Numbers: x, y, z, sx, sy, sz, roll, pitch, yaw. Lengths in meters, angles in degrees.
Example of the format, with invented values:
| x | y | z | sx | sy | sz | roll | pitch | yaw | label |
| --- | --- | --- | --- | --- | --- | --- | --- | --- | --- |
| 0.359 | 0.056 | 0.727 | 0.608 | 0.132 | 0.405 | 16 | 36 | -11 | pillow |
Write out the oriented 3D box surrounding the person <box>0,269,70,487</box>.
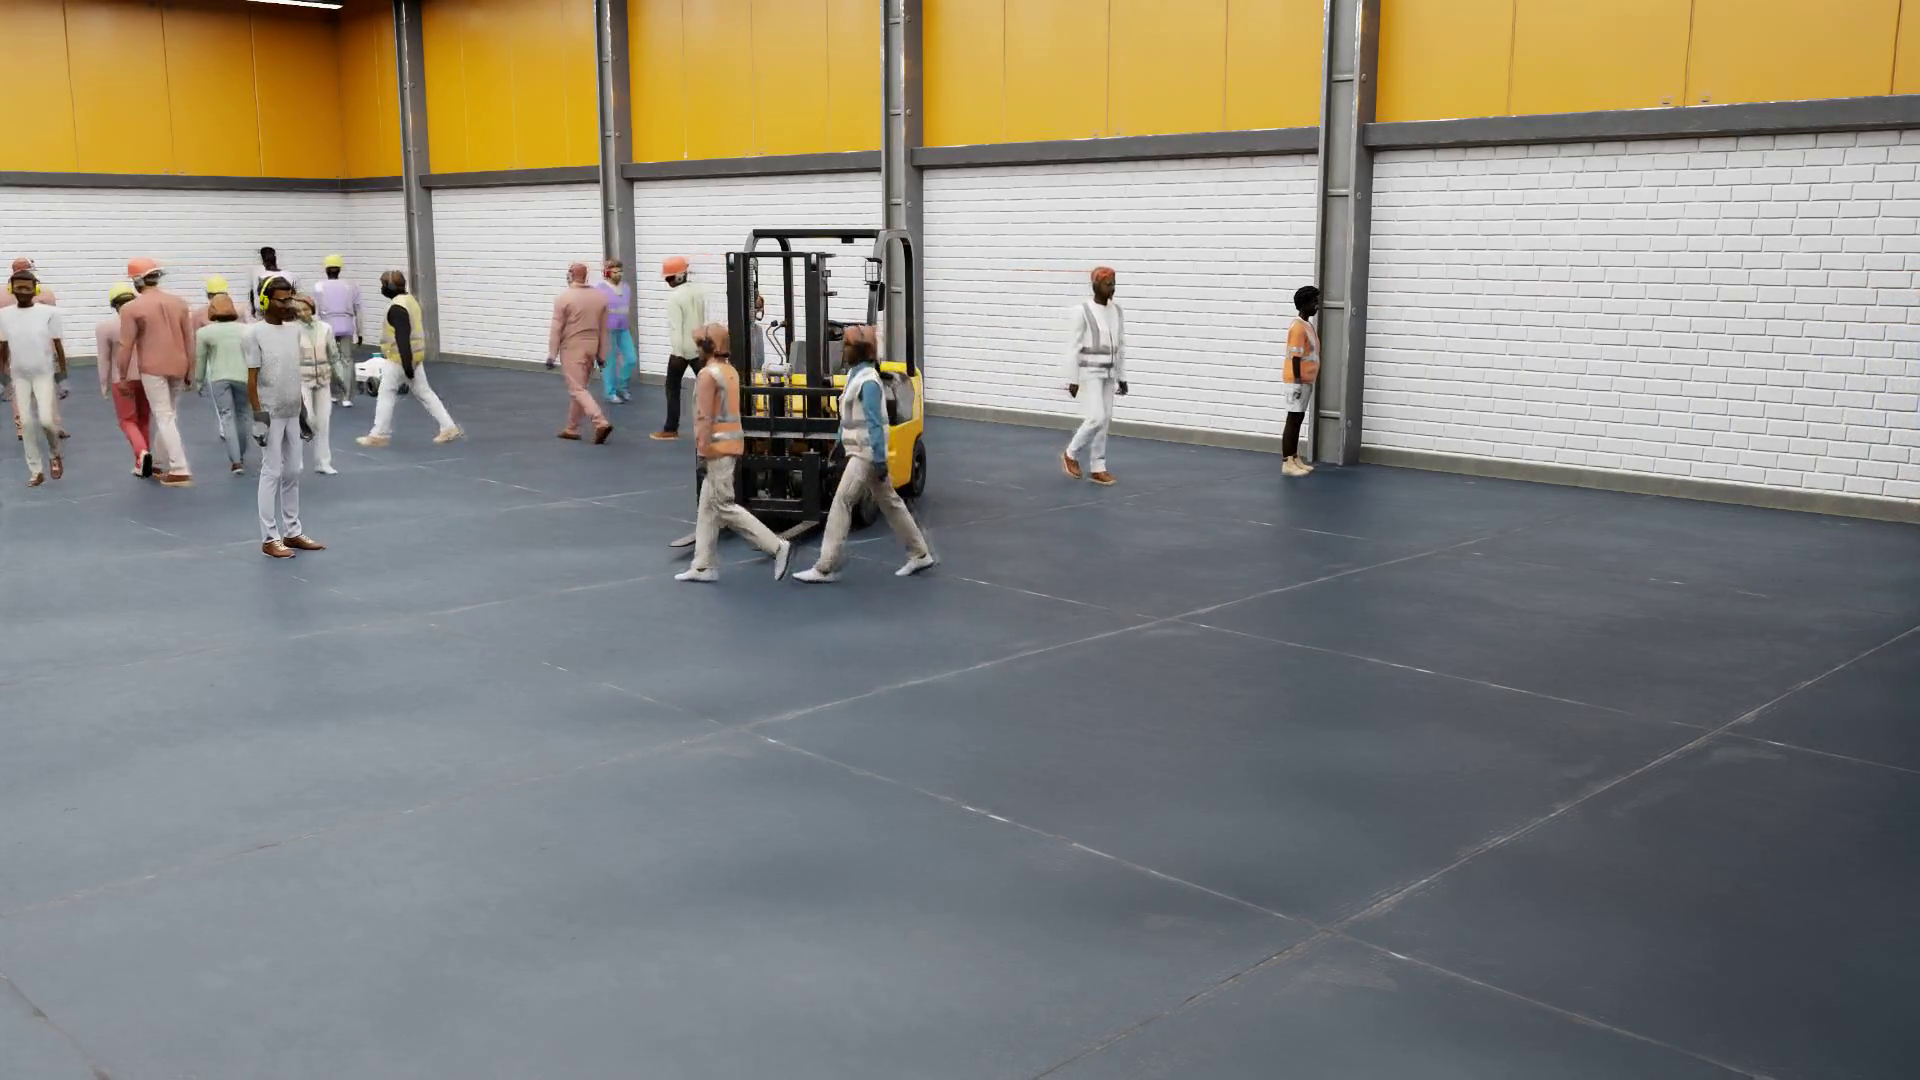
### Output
| x | y | z | sx | sy | sz | roll | pitch | yaw | label |
| --- | --- | --- | --- | --- | --- | --- | --- | --- | --- |
| -7.905 | -1.372 | 14.146 | 0.551 | 1.847 | 0.416 | -3 | 11 | -14 | person |

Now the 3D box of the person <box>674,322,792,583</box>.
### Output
| x | y | z | sx | sy | sz | roll | pitch | yaw | label |
| --- | --- | --- | --- | --- | --- | --- | --- | --- | --- |
| -1.402 | -0.525 | 10.162 | 0.697 | 1.605 | 0.542 | 2 | 11 | 10 | person |

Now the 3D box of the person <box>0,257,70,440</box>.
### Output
| x | y | z | sx | sy | sz | roll | pitch | yaw | label |
| --- | --- | --- | --- | --- | --- | --- | --- | --- | --- |
| -9.691 | -1.990 | 17.367 | 0.645 | 1.905 | 0.400 | -1 | 10 | -5 | person |

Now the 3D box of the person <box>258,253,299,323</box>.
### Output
| x | y | z | sx | sy | sz | roll | pitch | yaw | label |
| --- | --- | --- | --- | --- | --- | --- | --- | --- | --- |
| -10.861 | -3.644 | 26.568 | 1.065 | 1.837 | 0.676 | 8 | 13 | 38 | person |

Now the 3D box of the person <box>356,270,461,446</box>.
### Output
| x | y | z | sx | sy | sz | roll | pitch | yaw | label |
| --- | --- | --- | --- | --- | --- | --- | --- | --- | --- |
| -5.629 | -1.851 | 16.941 | 0.989 | 1.793 | 0.613 | 0 | 10 | -2 | person |

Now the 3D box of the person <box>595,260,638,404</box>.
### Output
| x | y | z | sx | sy | sz | roll | pitch | yaw | label |
| --- | --- | --- | --- | --- | --- | --- | --- | --- | --- |
| -4.340 | -2.625 | 21.048 | 0.501 | 1.819 | 0.598 | 7 | 13 | 34 | person |

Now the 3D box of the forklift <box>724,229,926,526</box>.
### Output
| x | y | z | sx | sy | sz | roll | pitch | yaw | label |
| --- | --- | --- | --- | --- | --- | --- | --- | --- | --- |
| -1.050 | -1.319 | 12.920 | 1.214 | 2.155 | 2.313 | 2 | 11 | 13 | forklift |

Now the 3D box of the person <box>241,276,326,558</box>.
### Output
| x | y | z | sx | sy | sz | roll | pitch | yaw | label |
| --- | --- | --- | --- | --- | --- | --- | --- | --- | --- |
| -4.524 | -0.820 | 11.099 | 0.328 | 1.865 | 0.508 | 3 | 11 | 17 | person |

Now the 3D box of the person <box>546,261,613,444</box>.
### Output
| x | y | z | sx | sy | sz | roll | pitch | yaw | label |
| --- | --- | --- | --- | --- | --- | --- | --- | --- | --- |
| -3.892 | -1.928 | 17.126 | 0.907 | 1.878 | 0.646 | 7 | 12 | 32 | person |

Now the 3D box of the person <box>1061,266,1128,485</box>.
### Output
| x | y | z | sx | sy | sz | roll | pitch | yaw | label |
| --- | --- | --- | --- | --- | --- | --- | --- | --- | --- |
| 1.178 | -1.400 | 14.236 | 0.576 | 1.872 | 0.445 | -10 | 14 | -44 | person |

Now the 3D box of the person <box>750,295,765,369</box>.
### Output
| x | y | z | sx | sy | sz | roll | pitch | yaw | label |
| --- | --- | --- | --- | --- | --- | --- | --- | --- | --- |
| -1.861 | -1.381 | 14.787 | 0.285 | 1.632 | 0.498 | 3 | 11 | 18 | person |

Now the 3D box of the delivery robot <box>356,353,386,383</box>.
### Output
| x | y | z | sx | sy | sz | roll | pitch | yaw | label |
| --- | --- | --- | --- | --- | --- | --- | --- | --- | --- |
| -7.785 | -2.259 | 22.260 | 0.707 | 0.478 | 0.477 | 9 | 14 | 42 | delivery robot |

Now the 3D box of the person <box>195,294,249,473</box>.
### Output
| x | y | z | sx | sy | sz | roll | pitch | yaw | label |
| --- | --- | --- | --- | --- | --- | --- | --- | --- | --- |
| -6.639 | -1.423 | 15.087 | 0.524 | 1.590 | 0.833 | -6 | 12 | -32 | person |

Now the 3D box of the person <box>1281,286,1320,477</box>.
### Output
| x | y | z | sx | sy | sz | roll | pitch | yaw | label |
| --- | --- | --- | --- | --- | --- | --- | --- | --- | --- |
| 3.034 | -1.411 | 14.800 | 0.319 | 1.690 | 0.531 | 4 | 11 | 20 | person |

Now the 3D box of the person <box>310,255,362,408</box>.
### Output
| x | y | z | sx | sy | sz | roll | pitch | yaw | label |
| --- | --- | --- | --- | --- | --- | --- | --- | --- | --- |
| -7.815 | -2.620 | 20.870 | 0.601 | 1.881 | 0.971 | -4 | 11 | -22 | person |

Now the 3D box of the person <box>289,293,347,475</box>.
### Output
| x | y | z | sx | sy | sz | roll | pitch | yaw | label |
| --- | --- | --- | --- | --- | --- | --- | --- | --- | --- |
| -5.773 | -1.381 | 14.785 | 0.393 | 1.623 | 0.548 | 9 | 13 | 39 | person |

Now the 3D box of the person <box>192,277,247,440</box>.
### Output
| x | y | z | sx | sy | sz | roll | pitch | yaw | label |
| --- | --- | --- | --- | --- | --- | --- | --- | --- | --- |
| -7.504 | -1.821 | 16.975 | 0.545 | 1.704 | 0.959 | -8 | 13 | -37 | person |

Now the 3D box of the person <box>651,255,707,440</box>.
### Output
| x | y | z | sx | sy | sz | roll | pitch | yaw | label |
| --- | --- | --- | --- | --- | --- | --- | --- | --- | --- |
| -2.745 | -1.956 | 17.123 | 1.020 | 1.938 | 0.649 | 5 | 12 | 28 | person |

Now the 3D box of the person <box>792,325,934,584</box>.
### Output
| x | y | z | sx | sy | sz | roll | pitch | yaw | label |
| --- | --- | --- | --- | --- | --- | --- | --- | --- | --- |
| -0.562 | -0.528 | 10.251 | 0.889 | 1.595 | 0.513 | -1 | 10 | -7 | person |

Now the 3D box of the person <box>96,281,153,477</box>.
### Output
| x | y | z | sx | sy | sz | roll | pitch | yaw | label |
| --- | --- | --- | --- | --- | --- | --- | --- | --- | --- |
| -7.187 | -1.384 | 14.493 | 0.535 | 1.737 | 0.644 | -10 | 14 | -43 | person |

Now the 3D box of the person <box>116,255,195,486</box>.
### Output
| x | y | z | sx | sy | sz | roll | pitch | yaw | label |
| --- | --- | --- | --- | --- | --- | --- | --- | --- | --- |
| -6.957 | -1.447 | 14.257 | 0.897 | 1.950 | 0.634 | 5 | 12 | 27 | person |

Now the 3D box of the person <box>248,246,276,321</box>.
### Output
| x | y | z | sx | sy | sz | roll | pitch | yaw | label |
| --- | --- | --- | --- | --- | --- | --- | --- | --- | --- |
| -11.447 | -3.882 | 27.568 | 0.633 | 1.942 | 0.514 | 3 | 11 | 15 | person |
